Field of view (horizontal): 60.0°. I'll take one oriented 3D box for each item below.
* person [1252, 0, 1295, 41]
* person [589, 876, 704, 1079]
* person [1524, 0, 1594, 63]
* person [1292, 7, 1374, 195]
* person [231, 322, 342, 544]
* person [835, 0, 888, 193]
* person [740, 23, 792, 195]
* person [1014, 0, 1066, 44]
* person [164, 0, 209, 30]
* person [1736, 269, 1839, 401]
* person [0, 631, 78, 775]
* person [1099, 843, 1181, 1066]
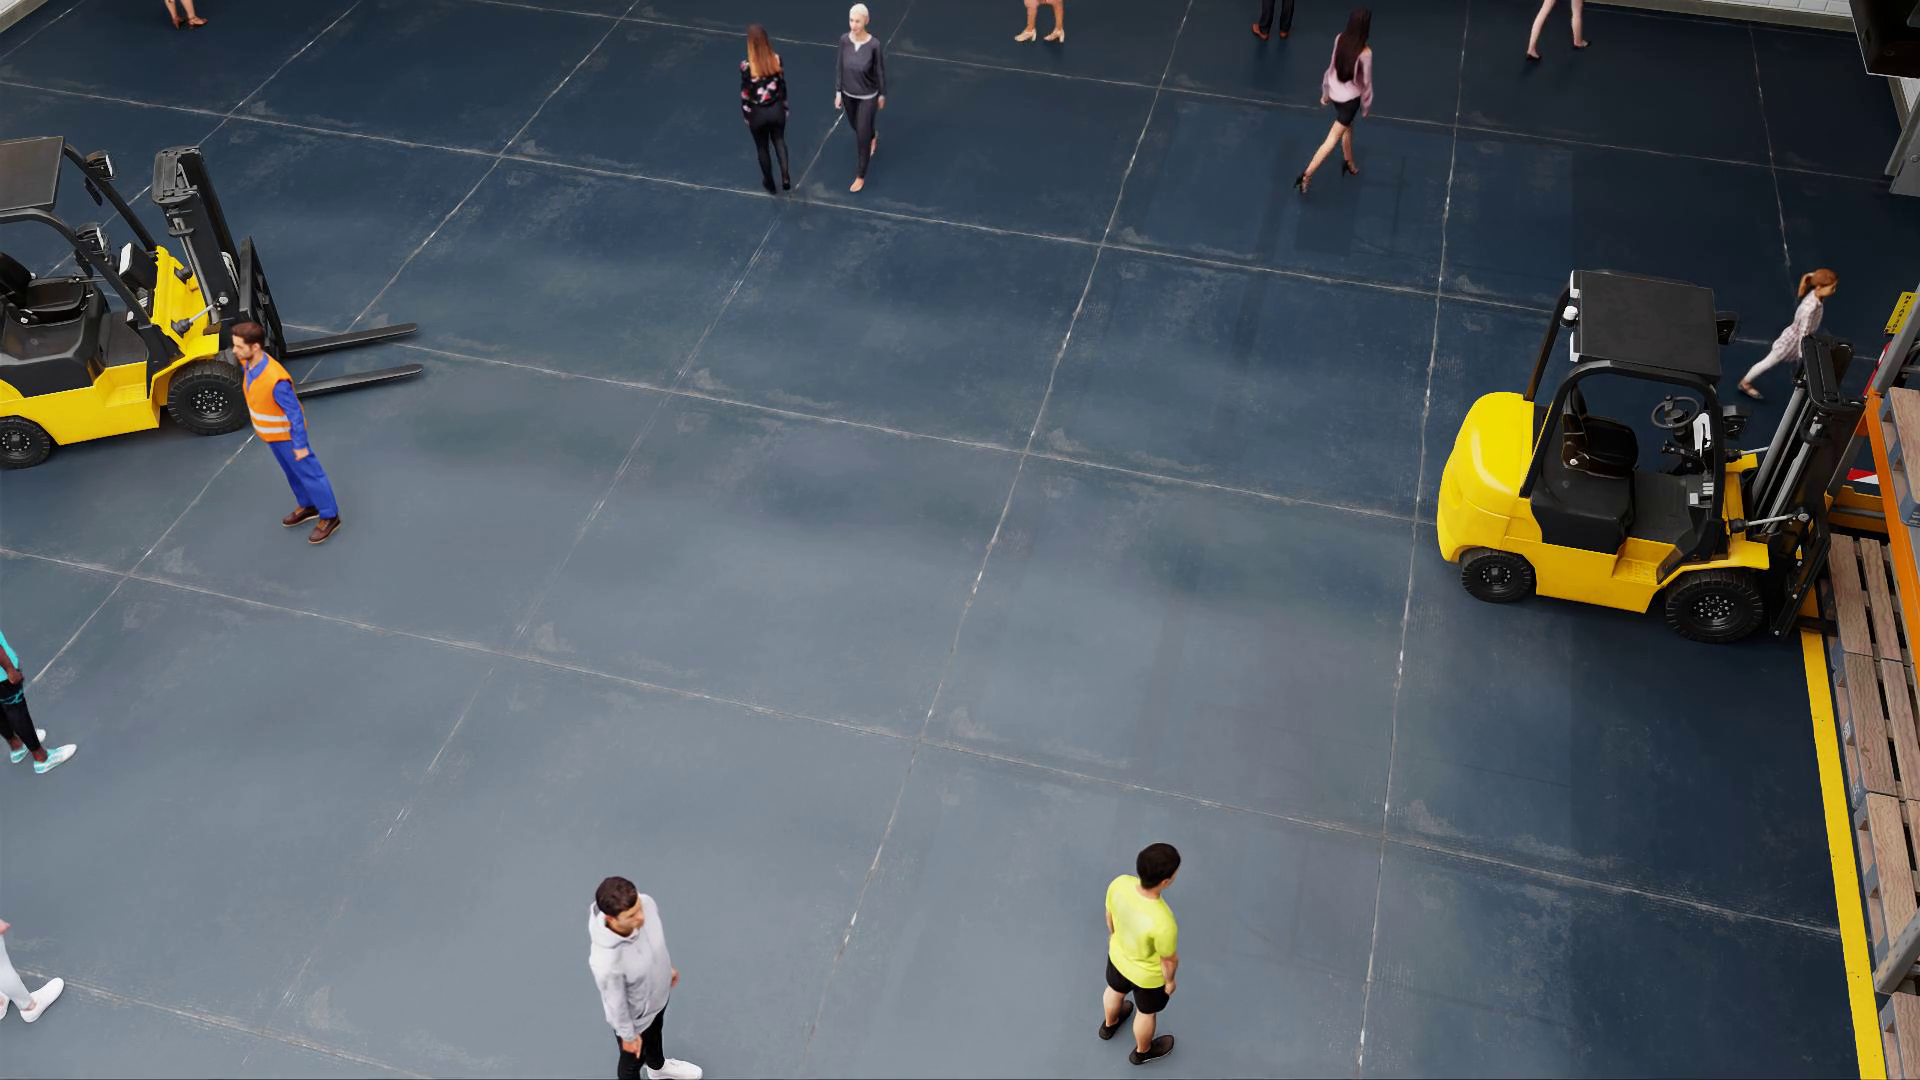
[{"bbox_3d":[3.377,-6.126,17.420,0.723,1.791,0.705,-5,44,-5],"label":"person"},{"bbox_3d":[-1.651,2.321,8.453,0.738,1.929,0.529,13,45,13],"label":"person"},{"bbox_3d":[6.119,-5.719,16.989,1.075,1.796,1.034,-21,47,-20],"label":"person"},{"bbox_3d":[3.429,-3.935,15.135,1.171,1.771,1.093,-23,48,-23],"label":"person"},{"bbox_3d":[-4.774,-0.780,11.756,0.777,1.863,0.766,30,51,28],"label":"person"},{"bbox_3d":[-0.900,-4.186,15.452,0.699,1.695,1.101,16,46,16],"label":"person"},{"bbox_3d":[-1.730,-3.857,15.126,0.775,1.670,0.839,-17,46,-17],"label":"person"},{"bbox_3d":[1.019,-6.019,17.291,0.722,1.813,0.708,7,44,8],"label":"person"},{"bbox_3d":[-8.448,-6.236,17.608,0.613,1.691,0.590,6,44,6],"label":"person"},{"bbox_3d":[6.471,-1.573,13.023,0.887,1.263,0.953,34,53,31],"label":"person"},{"bbox_3d":[-5.993,0.751,10.187,0.658,1.811,0.584,19,47,19],"label":"person"},{"bbox_3d":[0.950,2.190,8.752,0.720,1.706,0.703,-31,52,-28],"label":"person"}]
